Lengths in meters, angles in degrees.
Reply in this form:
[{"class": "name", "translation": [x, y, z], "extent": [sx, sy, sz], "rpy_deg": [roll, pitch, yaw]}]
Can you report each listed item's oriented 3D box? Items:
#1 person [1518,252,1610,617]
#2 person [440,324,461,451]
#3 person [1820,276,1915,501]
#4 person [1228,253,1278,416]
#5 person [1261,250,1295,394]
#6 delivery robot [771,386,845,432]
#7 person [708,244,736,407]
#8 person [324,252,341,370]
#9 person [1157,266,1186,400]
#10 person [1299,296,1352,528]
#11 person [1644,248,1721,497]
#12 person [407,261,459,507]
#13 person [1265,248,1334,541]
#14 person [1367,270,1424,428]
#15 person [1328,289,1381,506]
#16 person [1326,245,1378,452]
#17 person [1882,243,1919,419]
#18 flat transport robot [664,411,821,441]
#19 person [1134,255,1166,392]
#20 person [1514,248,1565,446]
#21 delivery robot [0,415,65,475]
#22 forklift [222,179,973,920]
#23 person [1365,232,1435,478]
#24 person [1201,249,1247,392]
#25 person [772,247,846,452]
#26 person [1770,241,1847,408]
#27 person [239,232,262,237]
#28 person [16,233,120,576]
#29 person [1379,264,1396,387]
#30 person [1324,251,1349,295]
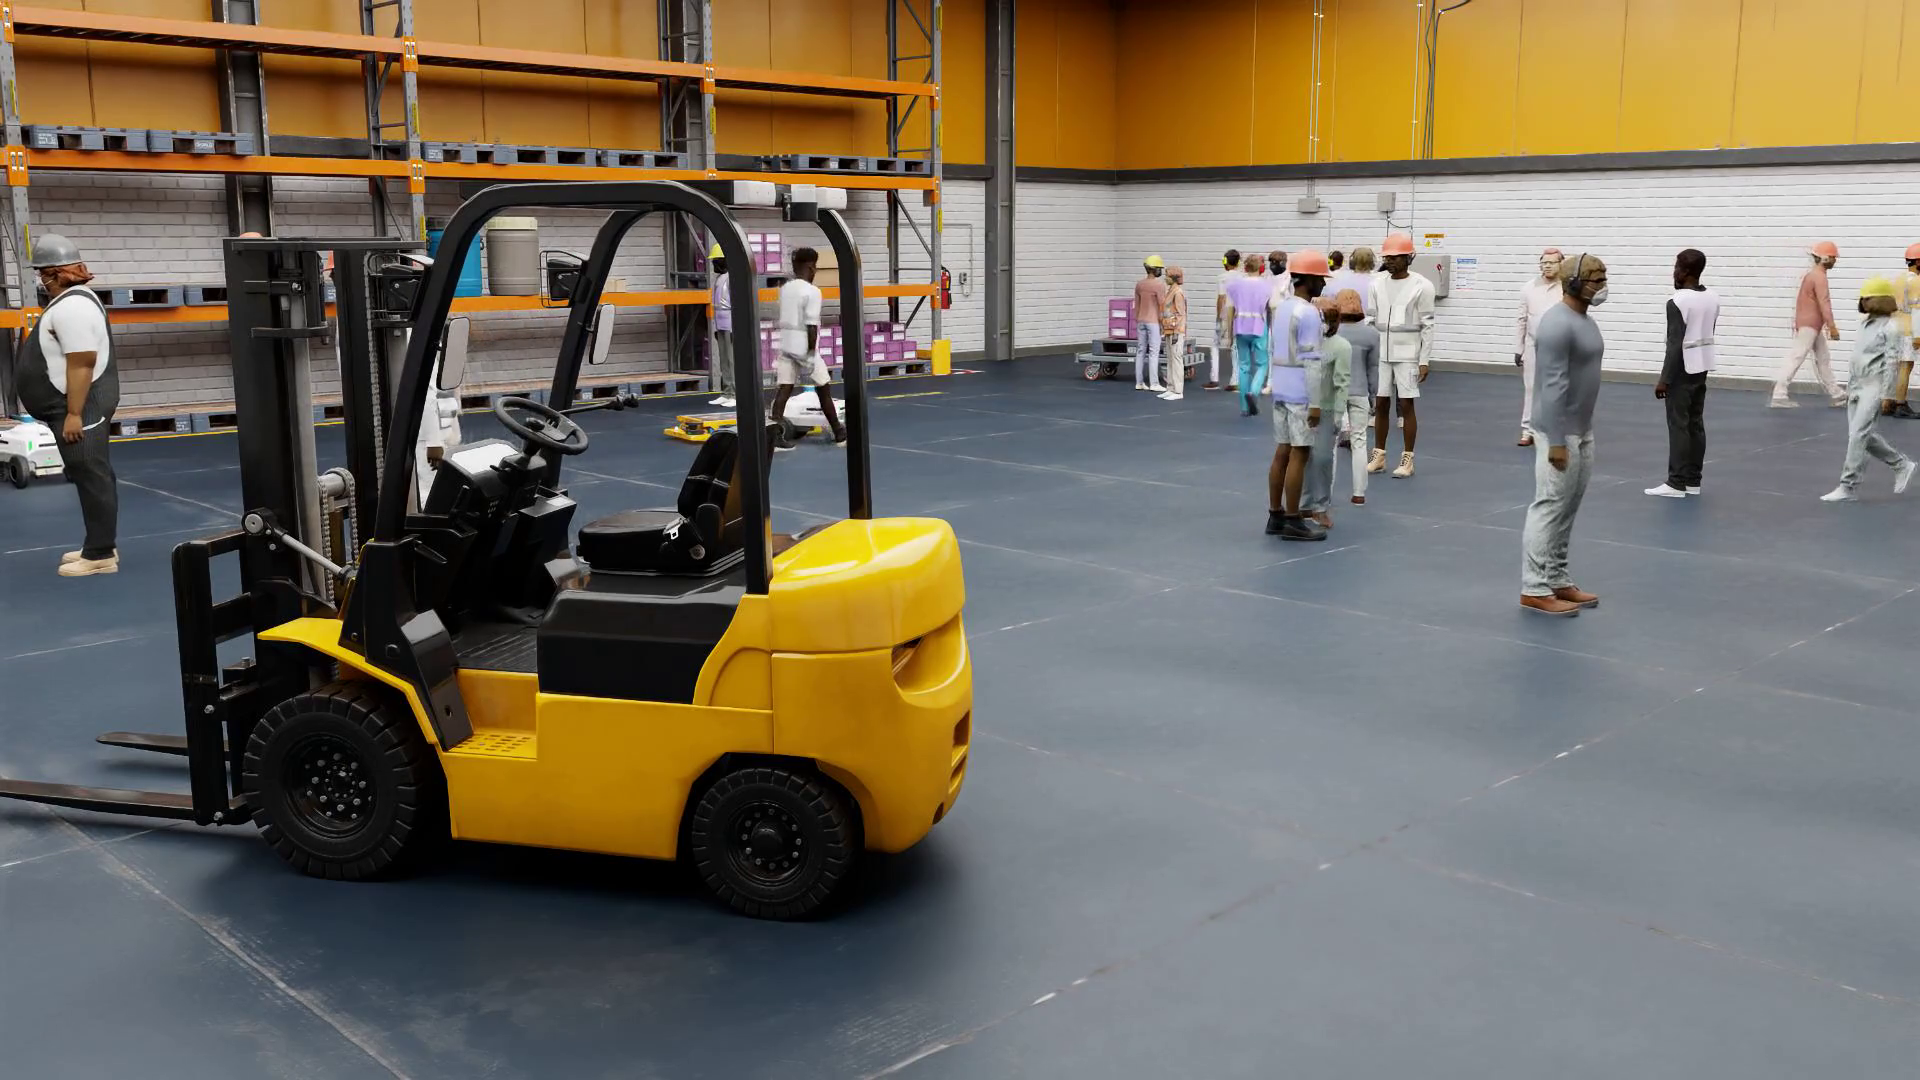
[{"class": "person", "translation": [3.254, -0.565, 8.920], "extent": [0.364, 1.933, 0.627], "rpy_deg": [8, 13, 36]}, {"class": "person", "translation": [-3.043, -0.580, 9.875], "extent": [0.586, 1.614, 0.522], "rpy_deg": [-4, 11, -23]}, {"class": "person", "translation": [6.988, -1.147, 12.674], "extent": [0.722, 1.718, 0.492], "rpy_deg": [-1, 10, -3]}, {"class": "person", "translation": [3.230, -2.261, 18.465], "extent": [0.575, 1.829, 0.550], "rpy_deg": [5, 11, 23]}, {"class": "person", "translation": [4.029, -2.744, 21.078], "extent": [0.430, 1.837, 0.628], "rpy_deg": [-8, 13, -36]}, {"class": "delivery robot", "translation": [-1.470, -1.265, 16.243], "extent": [0.707, 0.478, 0.477], "rpy_deg": [3, 11, 16]}, {"class": "person", "translation": [-2.774, -2.538, 19.691], "extent": [0.386, 1.928, 0.589], "rpy_deg": [-6, 12, -30]}, {"class": "person", "translation": [-4.762, -1.333, 13.093], "extent": [0.379, 1.937, 0.548], "rpy_deg": [-4, 11, -20]}, {"class": "person", "translation": [2.633, -2.547, 20.529], "extent": [0.307, 1.640, 0.520], "rpy_deg": [-1, 10, -6]}, {"class": "person", "translation": [2.475, -0.891, 11.591], "extent": [0.571, 1.611, 0.392], "rpy_deg": [10, 15, 44]}, {"class": "person", "translation": [5.628, -1.287, 12.889], "extent": [0.588, 1.922, 0.392], "rpy_deg": [-8, 13, -37]}, {"class": "person", "translation": [-2.910, -0.573, 9.103], "extent": [0.355, 1.882, 0.575], "rpy_deg": [-4, 11, -23]}, {"class": "person", "translation": [2.278, -0.963, 11.085], "extent": [0.378, 1.932, 0.551], "rpy_deg": [-2, 11, -13]}, {"class": "person", "translation": [4.563, -2.167, 17.487], "extent": [0.622, 1.992, 0.397], "rpy_deg": [3, 11, 13]}, {"class": "person", "translation": [2.890, -1.064, 12.477], "extent": [0.501, 1.626, 0.278], "rpy_deg": [0, 10, 0]}, {"class": "person", "translation": [3.721, -1.780, 15.563], "extent": [0.659, 1.923, 0.473], "rpy_deg": [1, 10, 6]}, {"class": "person", "translation": [10.530, -2.314, 18.442], "extent": [0.360, 1.939, 0.543], "rpy_deg": [1, 10, 6]}, {"class": "flat transport robot", "translation": [-2.178, -1.161, 16.707], "extent": [1.431, 0.197, 0.652], "rpy_deg": [-7, 12, -32]}, {"class": "person", "translation": [2.485, -2.812, 21.634], "extent": [0.330, 1.765, 0.526], "rpy_deg": [-8, 13, -38]}, {"class": "person", "translation": [5.629, -1.831, 15.920], "extent": [0.648, 1.905, 0.400], "rpy_deg": [6, 12, 30]}, {"class": "delivery robot", "translation": [-7.573, -0.776, 13.572], "extent": [0.707, 0.478, 0.477], "rpy_deg": [8, 13, 39]}, {"class": "forklift", "translation": [-1.114, -0.058, 5.440], "extent": [2.313, 2.155, 1.214], "rpy_deg": [2, 11, 13]}, {"class": "person", "translation": [3.632, -1.531, 13.894], "extent": [0.613, 2.039, 0.389], "rpy_deg": [10, 14, 43]}, {"class": "person", "translation": [3.472, -2.855, 21.660], "extent": [0.527, 1.844, 0.660], "rpy_deg": [-5, 11, -24]}, {"class": "person", "translation": [-1.451, -1.794, 15.696], "extent": [0.611, 1.909, 0.969], "rpy_deg": [9, 14, 42]}, {"class": "person", "translation": [10.060, -2.496, 19.428], "extent": [1.025, 1.938, 0.638], "rpy_deg": [4, 11, 21]}, {"class": "person", "translation": [-5.794, -1.505, 13.743], "extent": [0.371, 2.044, 0.608], "rpy_deg": [-10, 14, -42]}, {"class": "person", "translation": [-5.326, -0.808, 9.949], "extent": [0.536, 2.000, 0.682], "rpy_deg": [-4, 11, -21]}, {"class": "person", "translation": [5.695, -2.903, 22.451], "extent": [0.538, 1.652, 0.882], "rpy_deg": [-1, 10, -5]}, {"class": "person", "translation": [5.132, -3.031, 22.737], "extent": [0.555, 1.798, 0.929], "rpy_deg": [-4, 11, -20]}]
